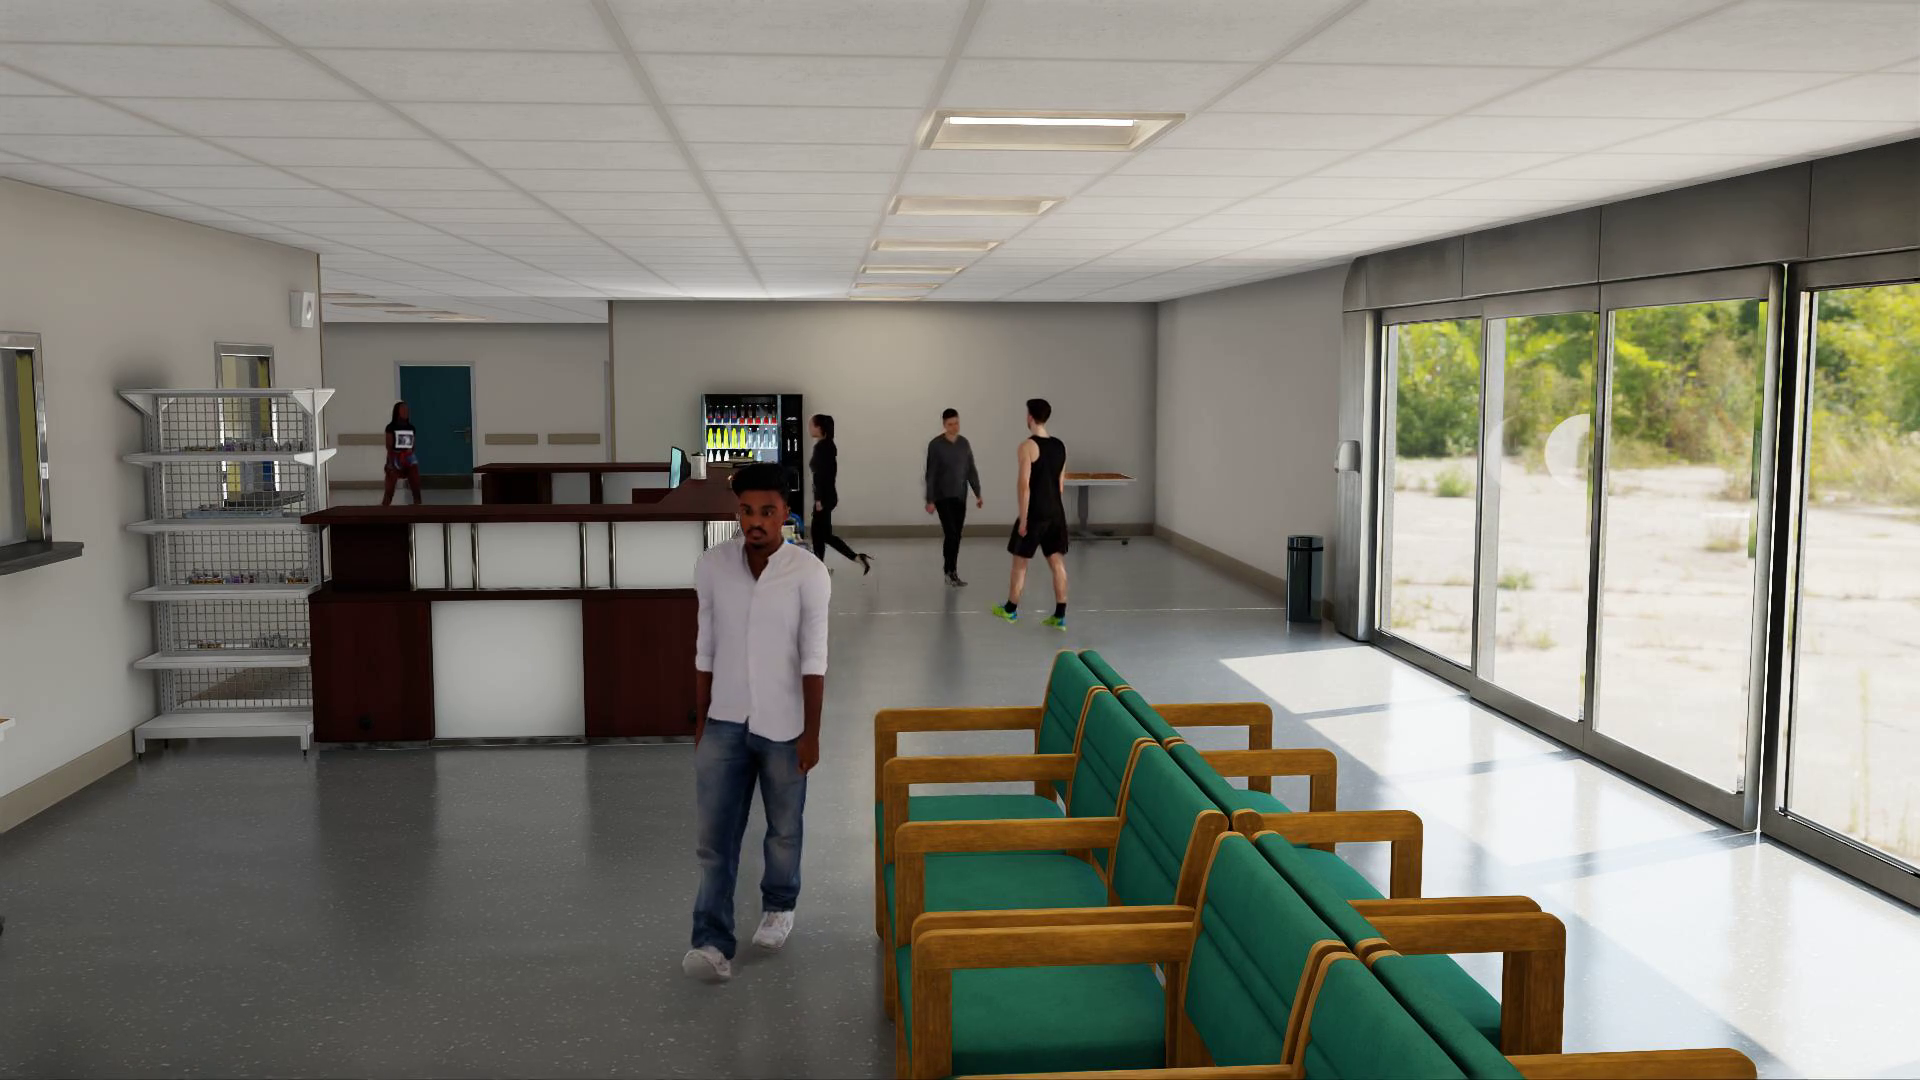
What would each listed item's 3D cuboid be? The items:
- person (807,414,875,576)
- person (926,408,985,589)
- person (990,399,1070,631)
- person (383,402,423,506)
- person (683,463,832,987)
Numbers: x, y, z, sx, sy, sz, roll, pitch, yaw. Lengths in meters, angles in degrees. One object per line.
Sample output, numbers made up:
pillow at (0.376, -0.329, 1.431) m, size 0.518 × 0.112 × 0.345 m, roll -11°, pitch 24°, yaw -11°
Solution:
person at (-1.223, -0.346, 15.899) m, size 1.046 × 1.688 × 0.810 m, roll 2°, pitch 6°, yaw 17°
person at (-0.132, -0.400, 16.182) m, size 0.898 × 1.739 × 0.805 m, roll 6°, pitch 8°, yaw 44°
person at (0.709, -0.181, 13.422) m, size 1.112 × 1.856 × 1.092 m, roll -4°, pitch 7°, yaw -37°
person at (-7.285, -0.905, 21.496) m, size 1.181 × 1.679 × 1.164 m, roll 5°, pitch 8°, yaw 43°
person at (-0.675, 0.626, 5.888) m, size 1.136 × 1.759 × 0.857 m, roll 1°, pitch 6°, yaw 7°
